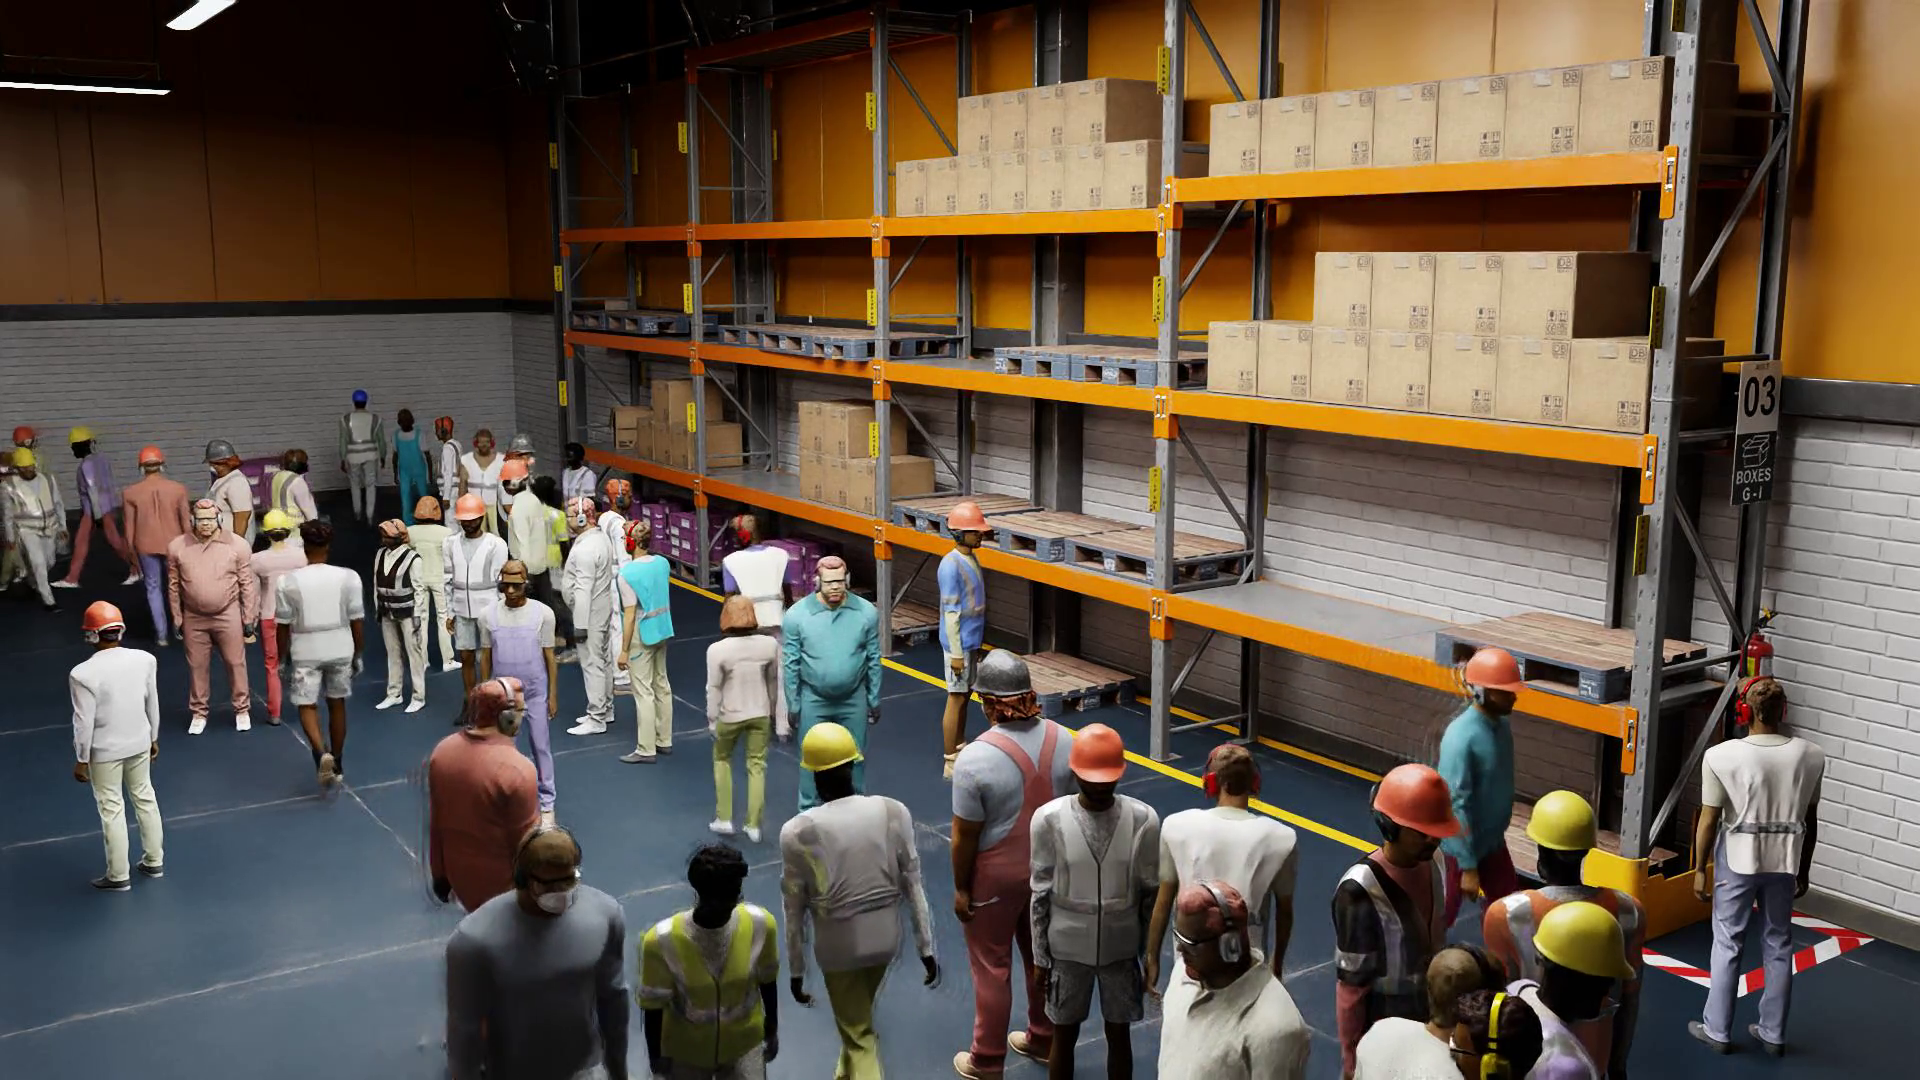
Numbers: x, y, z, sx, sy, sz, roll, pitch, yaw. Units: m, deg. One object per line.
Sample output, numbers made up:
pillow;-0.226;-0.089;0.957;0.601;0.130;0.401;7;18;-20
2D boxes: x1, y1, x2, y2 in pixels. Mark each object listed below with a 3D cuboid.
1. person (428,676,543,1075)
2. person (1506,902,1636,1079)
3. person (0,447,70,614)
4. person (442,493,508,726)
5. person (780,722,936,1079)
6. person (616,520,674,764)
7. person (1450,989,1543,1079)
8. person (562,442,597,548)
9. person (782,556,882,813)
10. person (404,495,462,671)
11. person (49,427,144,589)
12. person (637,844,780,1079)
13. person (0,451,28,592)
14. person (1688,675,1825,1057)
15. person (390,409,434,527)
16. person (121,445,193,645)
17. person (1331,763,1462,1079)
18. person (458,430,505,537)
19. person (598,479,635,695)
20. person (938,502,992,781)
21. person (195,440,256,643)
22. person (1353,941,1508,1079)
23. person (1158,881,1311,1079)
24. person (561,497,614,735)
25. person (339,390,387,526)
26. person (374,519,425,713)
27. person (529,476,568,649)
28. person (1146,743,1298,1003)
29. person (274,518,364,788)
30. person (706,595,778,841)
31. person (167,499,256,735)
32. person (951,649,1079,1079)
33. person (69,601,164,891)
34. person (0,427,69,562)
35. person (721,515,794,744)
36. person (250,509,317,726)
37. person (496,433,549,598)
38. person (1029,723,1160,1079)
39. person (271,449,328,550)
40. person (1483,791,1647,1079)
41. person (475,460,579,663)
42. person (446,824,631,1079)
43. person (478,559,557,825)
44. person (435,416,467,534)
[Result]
person;-2.152;1.559;7.721;0.653;1.881;0.424;7;12;36
person;1.783;2.004;5.043;0.394;1.913;0.587;1;10;4
person;-9.982;-0.127;17.893;0.824;1.799;0.604;6;12;33
person;-3.902;0.572;13.415;0.543;1.929;0.398;1;10;8
person;-0.400;1.705;6.940;0.623;1.875;0.945;-6;11;-30
person;-2.359;0.766;12.486;0.396;1.847;0.564;4;11;24
person;1.454;2.115;4.523;0.312;1.864;0.532;2;10;13
person;-4.381;-0.287;19.134;0.533;1.693;0.318;7;12;36
person;-0.818;1.037;10.762;0.647;1.899;0.399;-2;10;-13
person;-4.842;0.401;15.258;0.500;1.633;0.282;1;10;4
person;-9.923;-0.368;19.121;1.002;1.875;0.603;-2;10;-10
person;-0.913;1.933;6.201;0.562;1.645;0.873;-3;10;-16
person;-10.983;-0.244;19.163;0.536;1.587;0.864;-1;10;-8
person;3.769;1.557;7.885;0.560;1.836;0.393;0;10;1
person;-7.353;-0.889;22.412;0.560;1.788;0.997;-1;10;-4
person;-7.832;0.061;16.270;0.610;1.976;0.499;-6;11;-31
person;1.591;1.778;6.025;0.613;2.031;0.402;-9;13;-43
person;-5.513;-0.374;19.321;0.579;1.794;0.948;-1;10;-9
person;-2.967;0.403;14.510;0.342;1.883;0.587;-5;11;-27
person;0.046;0.738;12.083;0.378;2.044;0.607;2;10;13
person;-7.216;0.011;16.355;0.535;2.000;0.674;-6;11;-31
person;1.473;2.052;4.750;0.858;1.908;0.650;-3;10;-17
person;0.801;1.982;5.222;0.400;1.894;0.658;-4;10;-23
person;-2.981;0.600;13.318;0.399;1.900;0.644;0;10;0
person;-8.525;-1.185;23.755;0.642;1.902;0.949;-4;10;-22
person;-4.687;0.628;13.912;0.514;1.639;0.310;5;11;25
person;-4.040;0.222;16.156;0.541;1.690;0.319;3;10;18
person;1.090;1.733;6.944;0.591;1.792;0.834;2;10;12
person;-4.541;0.821;11.862;0.604;1.952;0.691;-5;11;-29
person;-1.441;1.149;10.908;0.518;1.618;0.501;-4;11;-24
person;-5.955;0.613;13.256;0.642;1.901;0.397;-2;10;-13
person;0.204;1.484;7.704;0.684;2.000;0.535;-7;12;-35
person;-5.101;1.231;10.034;0.342;1.748;0.572;5;11;26
person;-11.529;-0.542;20.559;0.578;1.703;0.885;8;12;38
person;-1.615;0.680;13.168;0.654;1.782;0.965;-4;11;-24
person;-5.504;0.629;13.522;0.527;1.772;0.305;-5;11;-26
person;-4.418;-0.083;16.907;0.535;2.000;0.682;-1;10;-7
person;0.560;1.685;6.867;0.543;1.929;0.386;0;10;-2
person;-7.073;-0.082;17.710;1.034;1.782;0.625;-8;12;-38
person;2.129;1.836;5.968;0.586;1.930;0.357;-1;10;-6
person;-3.983;0.218;15.463;1.009;1.952;0.628;1;10;6
person;-1.504;1.860;5.867;0.661;1.909;0.632;-7;12;-36
person;-2.917;1.025;11.019;0.502;1.837;0.349;-1;10;-5
person;-6.186;-0.566;20.228;0.360;1.877;0.588;-1;10;-7
